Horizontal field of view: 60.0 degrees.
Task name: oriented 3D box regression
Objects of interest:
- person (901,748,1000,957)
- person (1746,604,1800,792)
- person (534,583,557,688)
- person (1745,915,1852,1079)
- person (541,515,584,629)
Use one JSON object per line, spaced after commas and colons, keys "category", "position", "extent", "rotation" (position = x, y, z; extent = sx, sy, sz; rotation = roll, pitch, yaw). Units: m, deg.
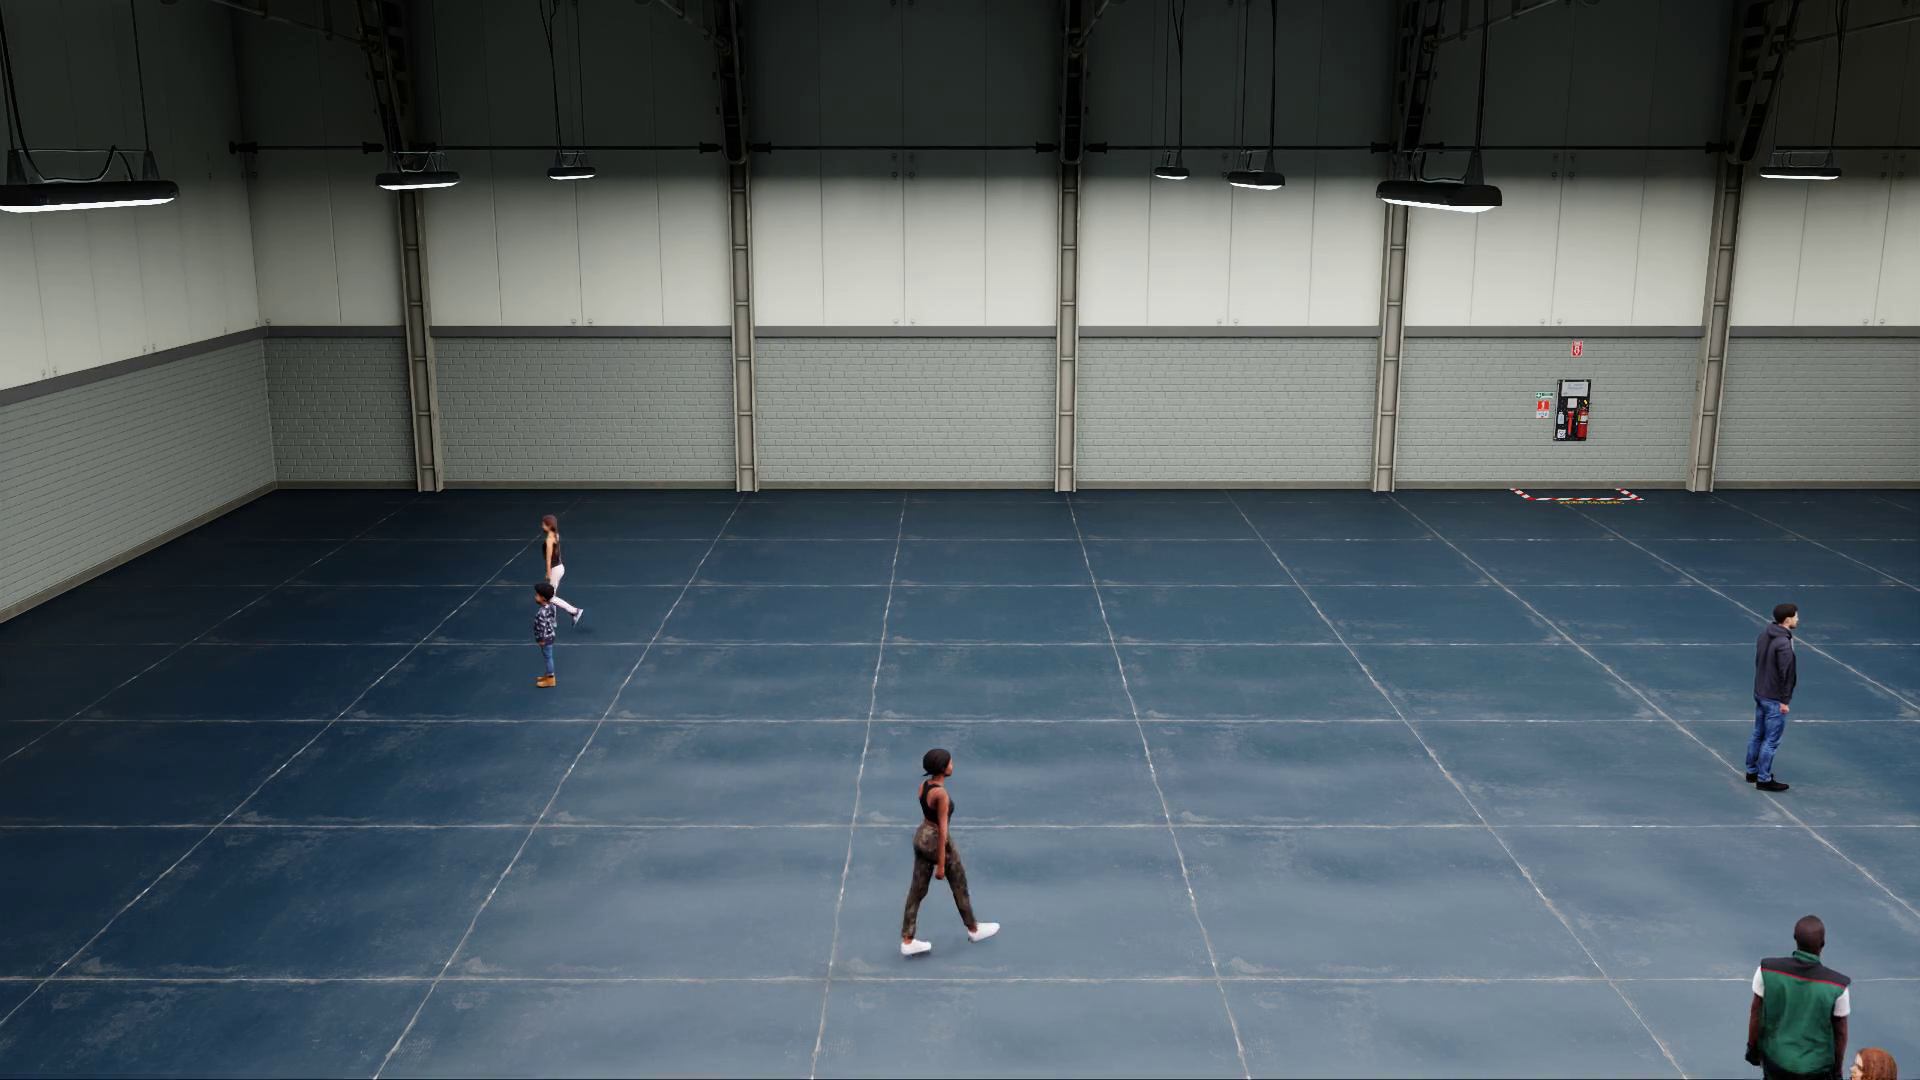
{"category": "person", "position": [-0.275, 2.470, 13.006], "extent": [1.136, 1.661, 0.906], "rotation": [-7, 15, -26]}
{"category": "person", "position": [8.064, 1.537, 16.521], "extent": [0.543, 1.892, 0.671], "rotation": [0, 13, -1]}
{"category": "person", "position": [-4.925, 1.117, 19.760], "extent": [0.527, 1.249, 0.519], "rotation": [-2, 13, -8]}
{"category": "person", "position": [4.931, 3.117, 9.831], "extent": [0.797, 1.832, 0.882], "rotation": [10, 16, 36]}
{"category": "person", "position": [-5.323, 0.436, 22.046], "extent": [0.903, 1.546, 0.574], "rotation": [2, 13, 7]}
